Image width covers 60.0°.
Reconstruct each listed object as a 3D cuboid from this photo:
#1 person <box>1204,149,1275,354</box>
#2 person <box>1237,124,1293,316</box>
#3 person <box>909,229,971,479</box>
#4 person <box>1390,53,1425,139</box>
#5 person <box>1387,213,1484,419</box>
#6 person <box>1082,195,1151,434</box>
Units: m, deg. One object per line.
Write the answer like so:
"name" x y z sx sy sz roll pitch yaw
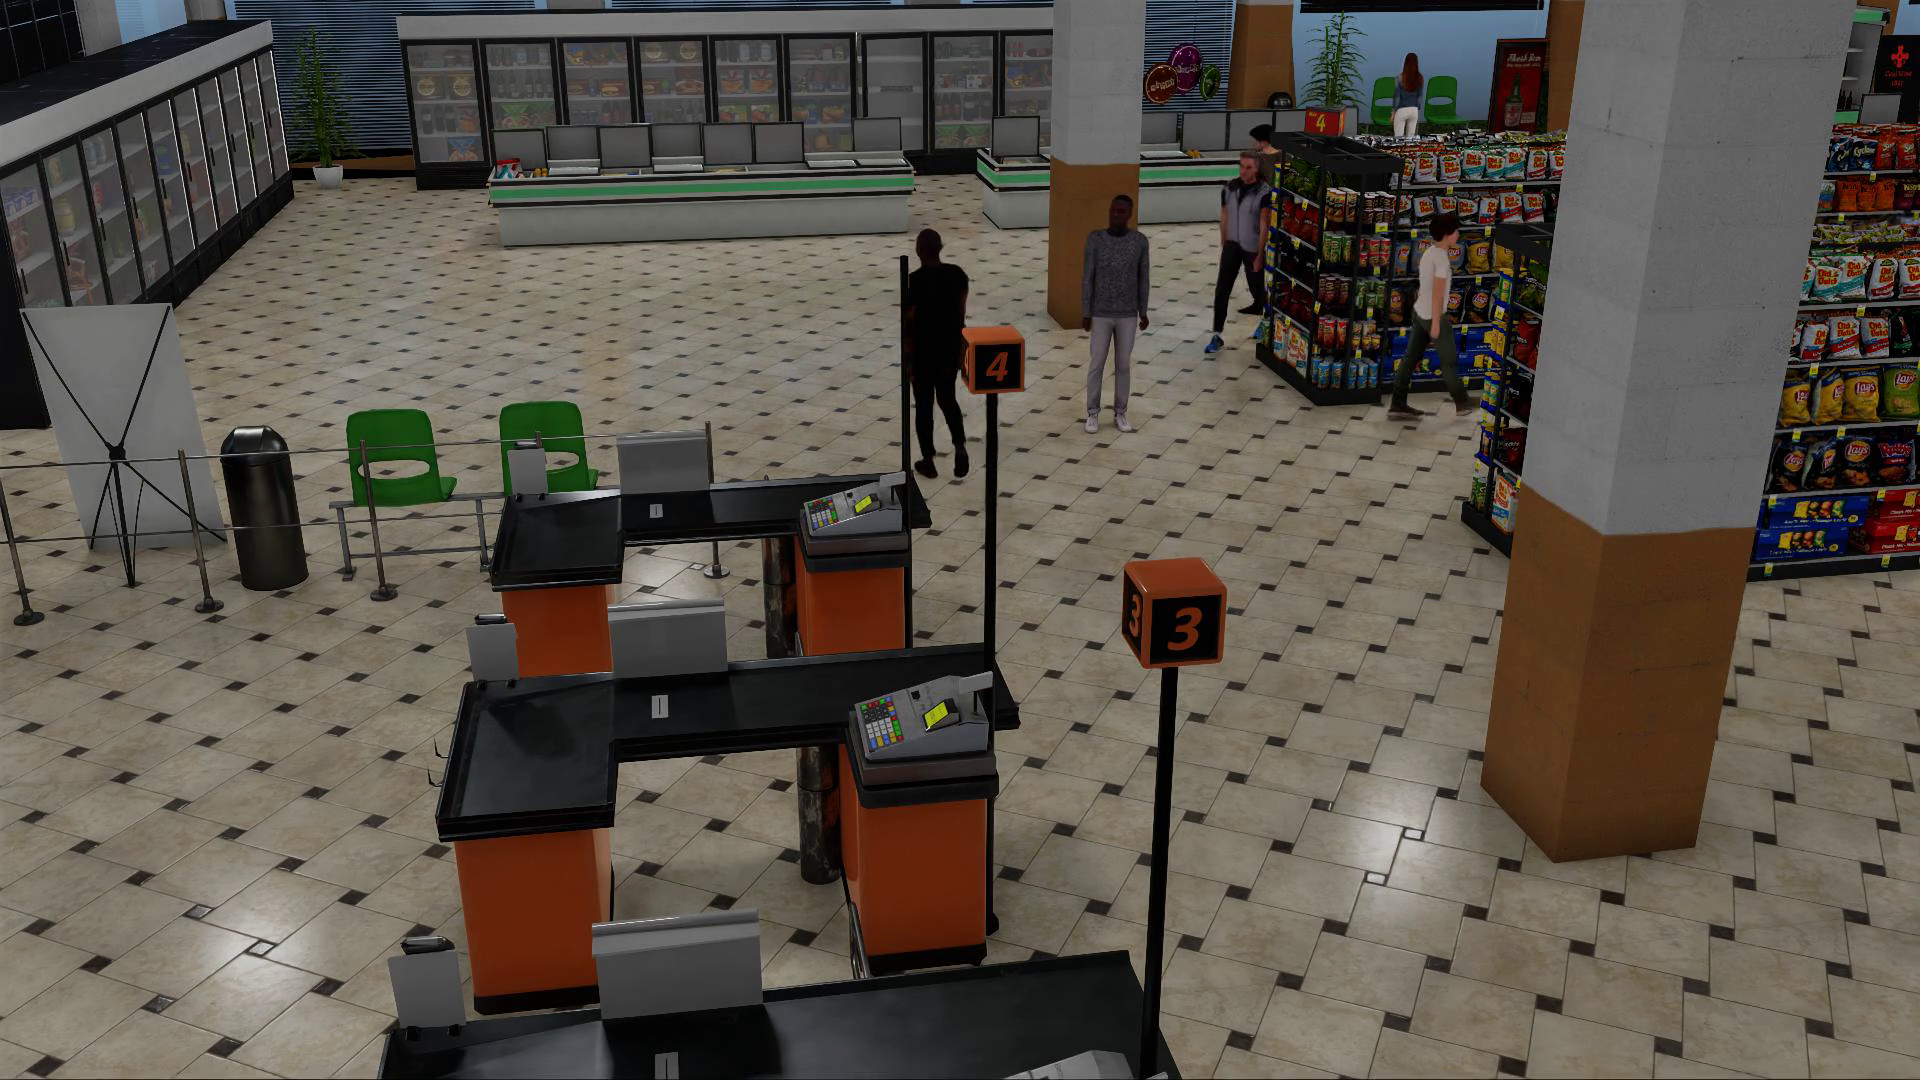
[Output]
"person" 2.629 -2.604 15.016 1.176 1.790 1.214 15 26 33
"person" 2.996 -3.085 16.129 0.632 1.851 0.865 -4 22 -10
"person" -0.136 -1.254 11.632 0.952 1.807 0.872 -10 24 -22
"person" 6.412 -6.111 23.859 0.454 1.703 0.671 -5 22 -11
"person" 3.617 -1.726 13.046 1.043 1.628 0.655 -2 22 -5
"person" 1.190 -1.752 12.833 0.513 1.836 0.760 -1 22 -3
